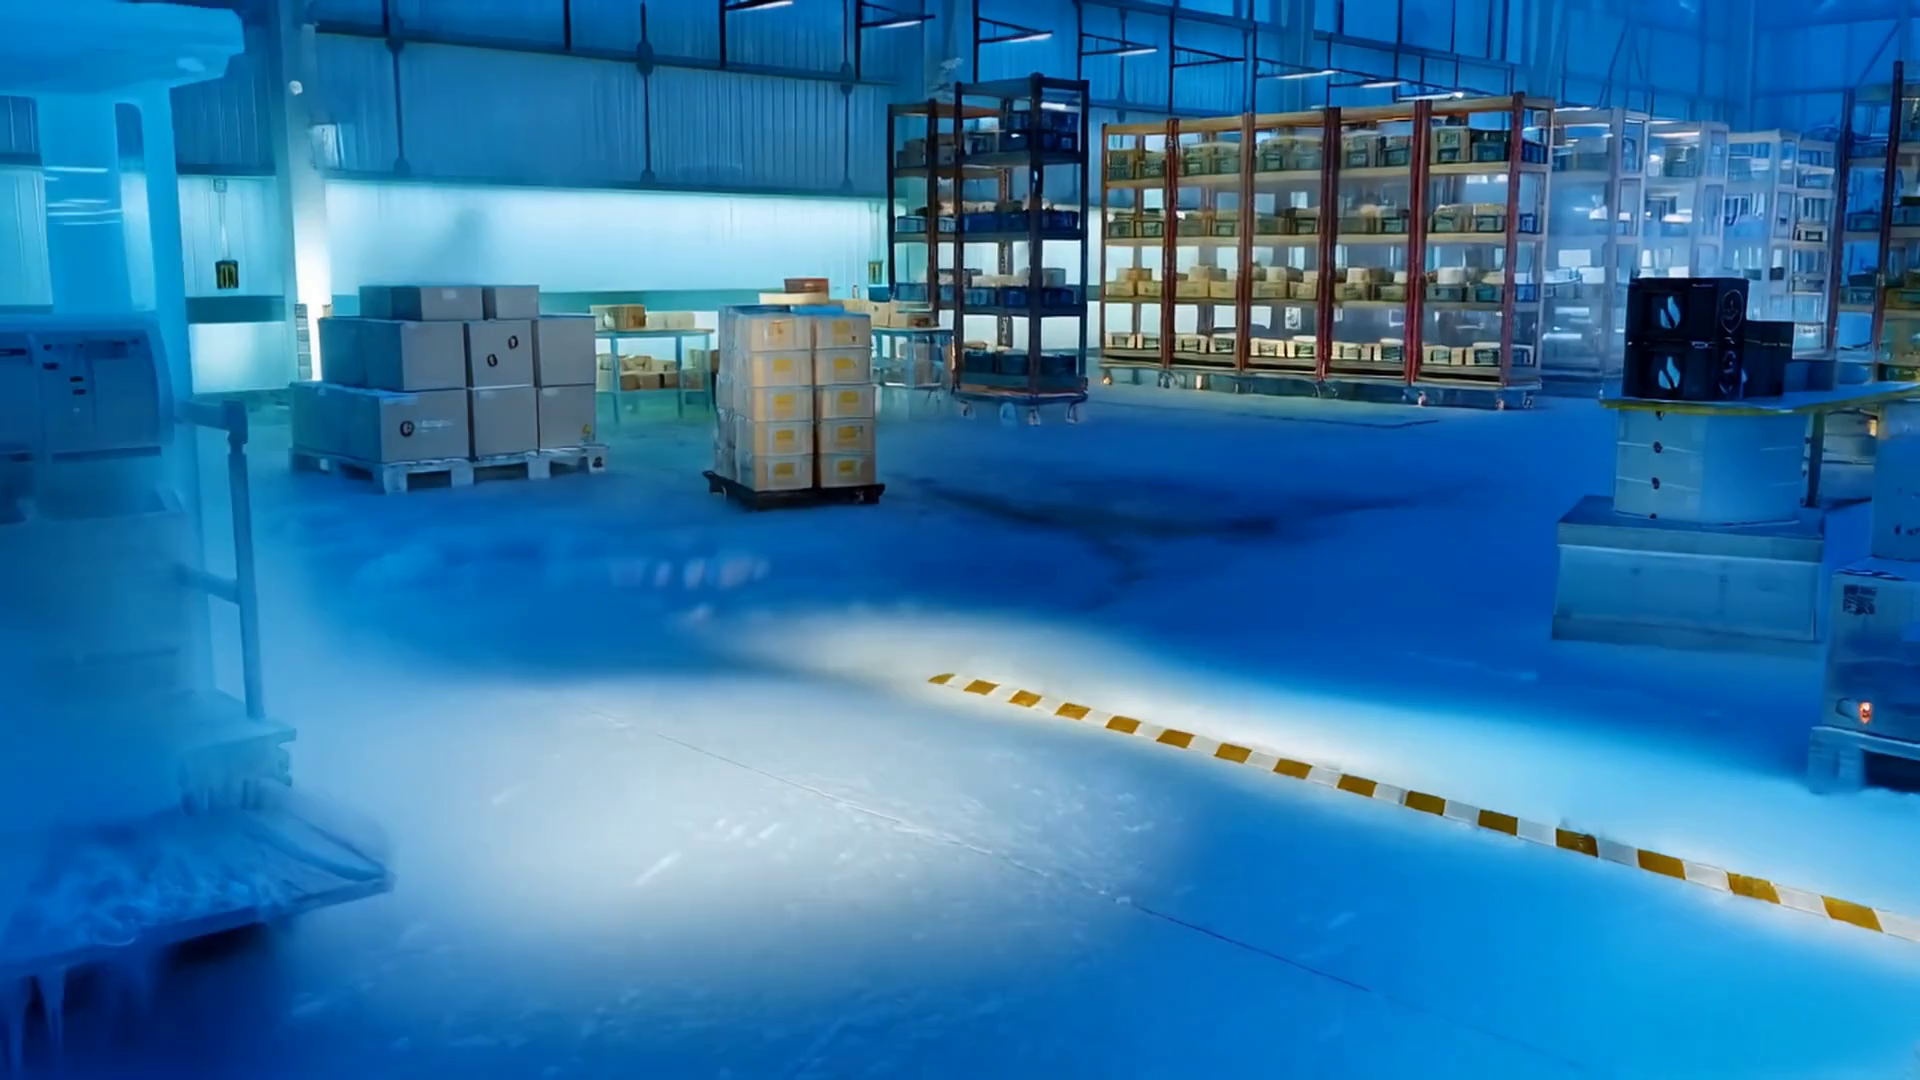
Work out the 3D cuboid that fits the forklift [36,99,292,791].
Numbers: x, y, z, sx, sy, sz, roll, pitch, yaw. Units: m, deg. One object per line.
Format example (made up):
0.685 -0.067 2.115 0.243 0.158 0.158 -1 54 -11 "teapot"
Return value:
-3.173 -0.621 5.344 1.129 2.768 1.873 -9 13 -43 "forklift"
